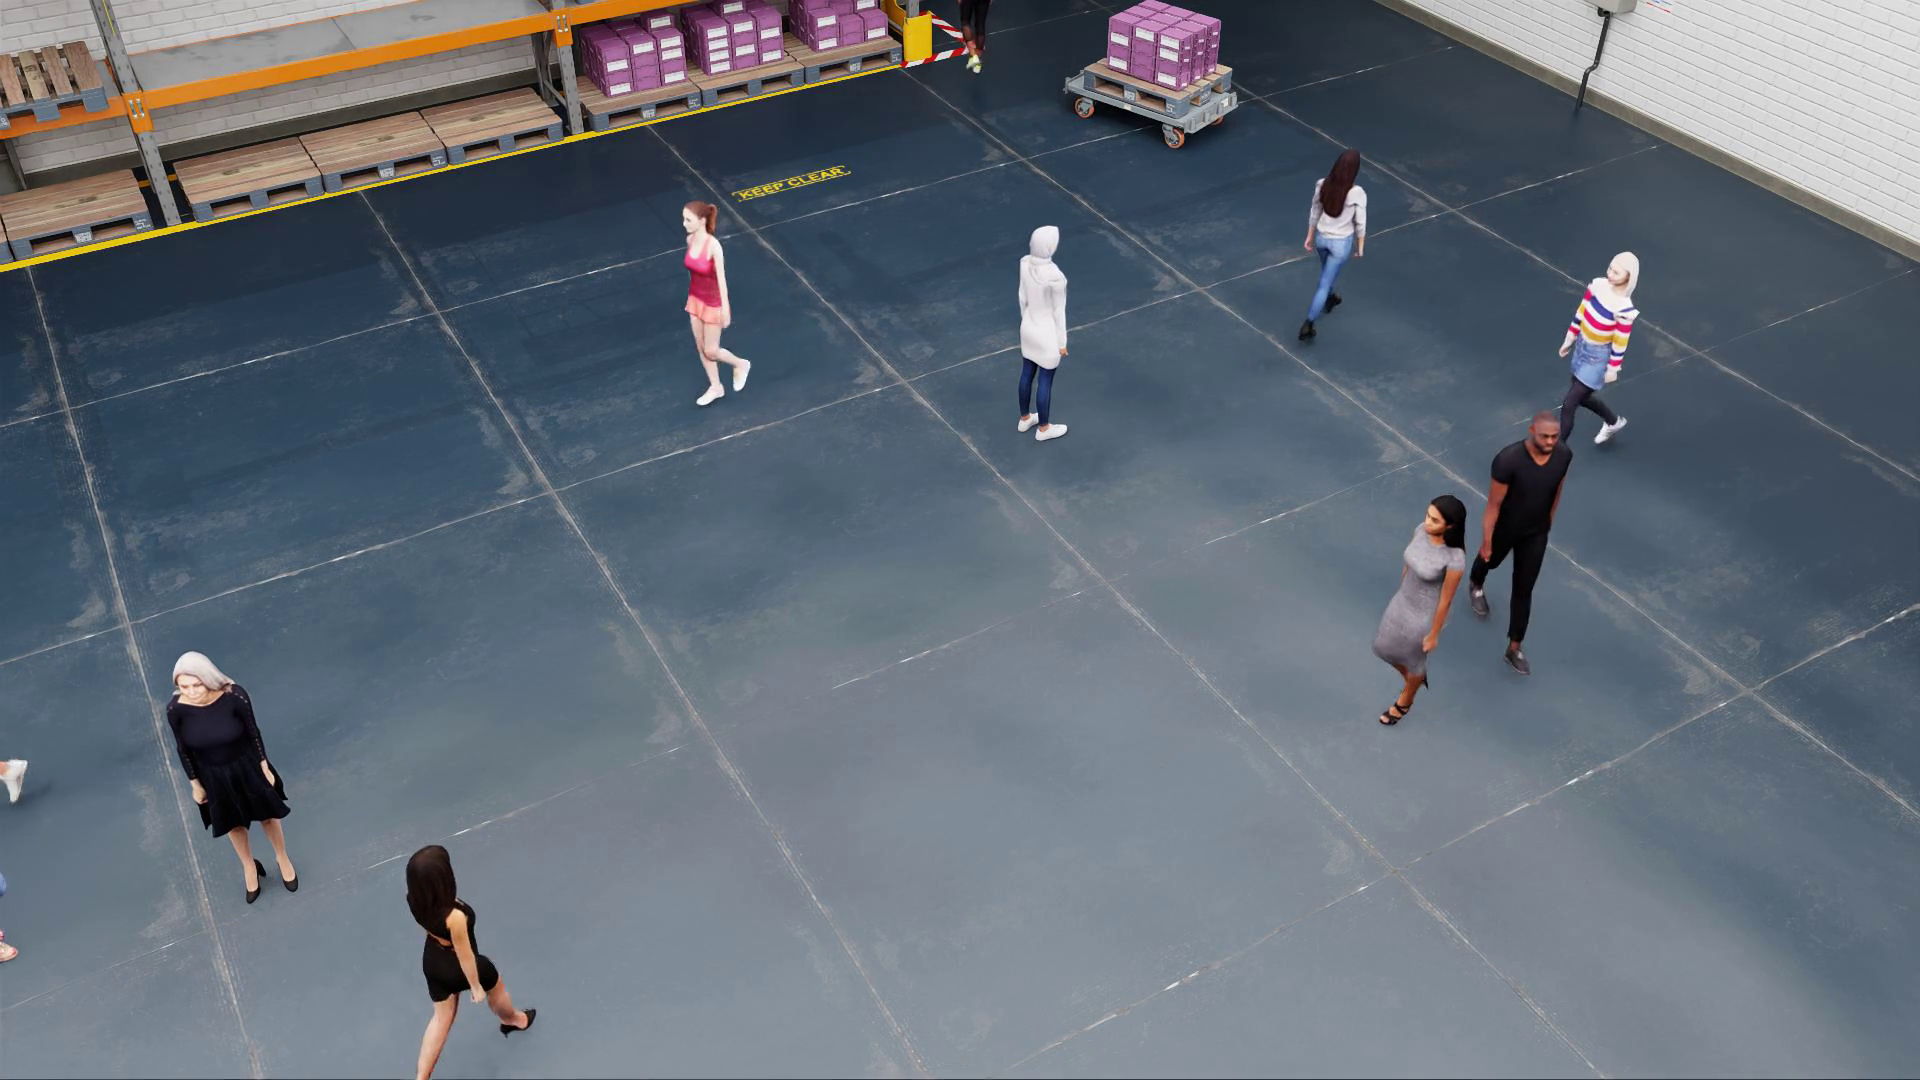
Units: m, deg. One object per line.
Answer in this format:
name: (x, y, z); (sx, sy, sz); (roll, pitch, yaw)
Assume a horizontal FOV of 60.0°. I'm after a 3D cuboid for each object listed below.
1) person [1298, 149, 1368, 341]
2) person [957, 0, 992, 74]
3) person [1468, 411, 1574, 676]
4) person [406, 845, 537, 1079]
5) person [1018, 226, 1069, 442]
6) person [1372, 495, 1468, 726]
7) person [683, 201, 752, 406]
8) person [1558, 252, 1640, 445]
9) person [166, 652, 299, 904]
person: (3.041, -2.396, 13.737); (0.874, 1.587, 1.146); (27, 46, 30)
person: (0.182, -5.870, 17.964); (0.714, 1.741, 0.763); (-5, 39, -6)
person: (3.549, -0.111, 10.732); (1.253, 1.765, 1.095); (-3, 39, -4)
person: (-2.502, 2.136, 8.041); (0.915, 1.613, 1.138); (20, 43, 23)
person: (0.609, -1.560, 12.539); (0.587, 1.775, 0.656); (-28, 46, -31)
person: (2.848, 0.430, 10.049); (0.664, 1.772, 0.616); (-16, 41, -20)
person: (-1.893, -1.850, 12.936); (0.685, 1.734, 0.791); (29, 47, 31)
person: (4.734, -1.343, 12.263); (1.166, 1.781, 0.862); (-9, 39, -11)
person: (-3.931, 1.287, 8.997); (0.556, 1.746, 0.704); (-13, 40, -15)
